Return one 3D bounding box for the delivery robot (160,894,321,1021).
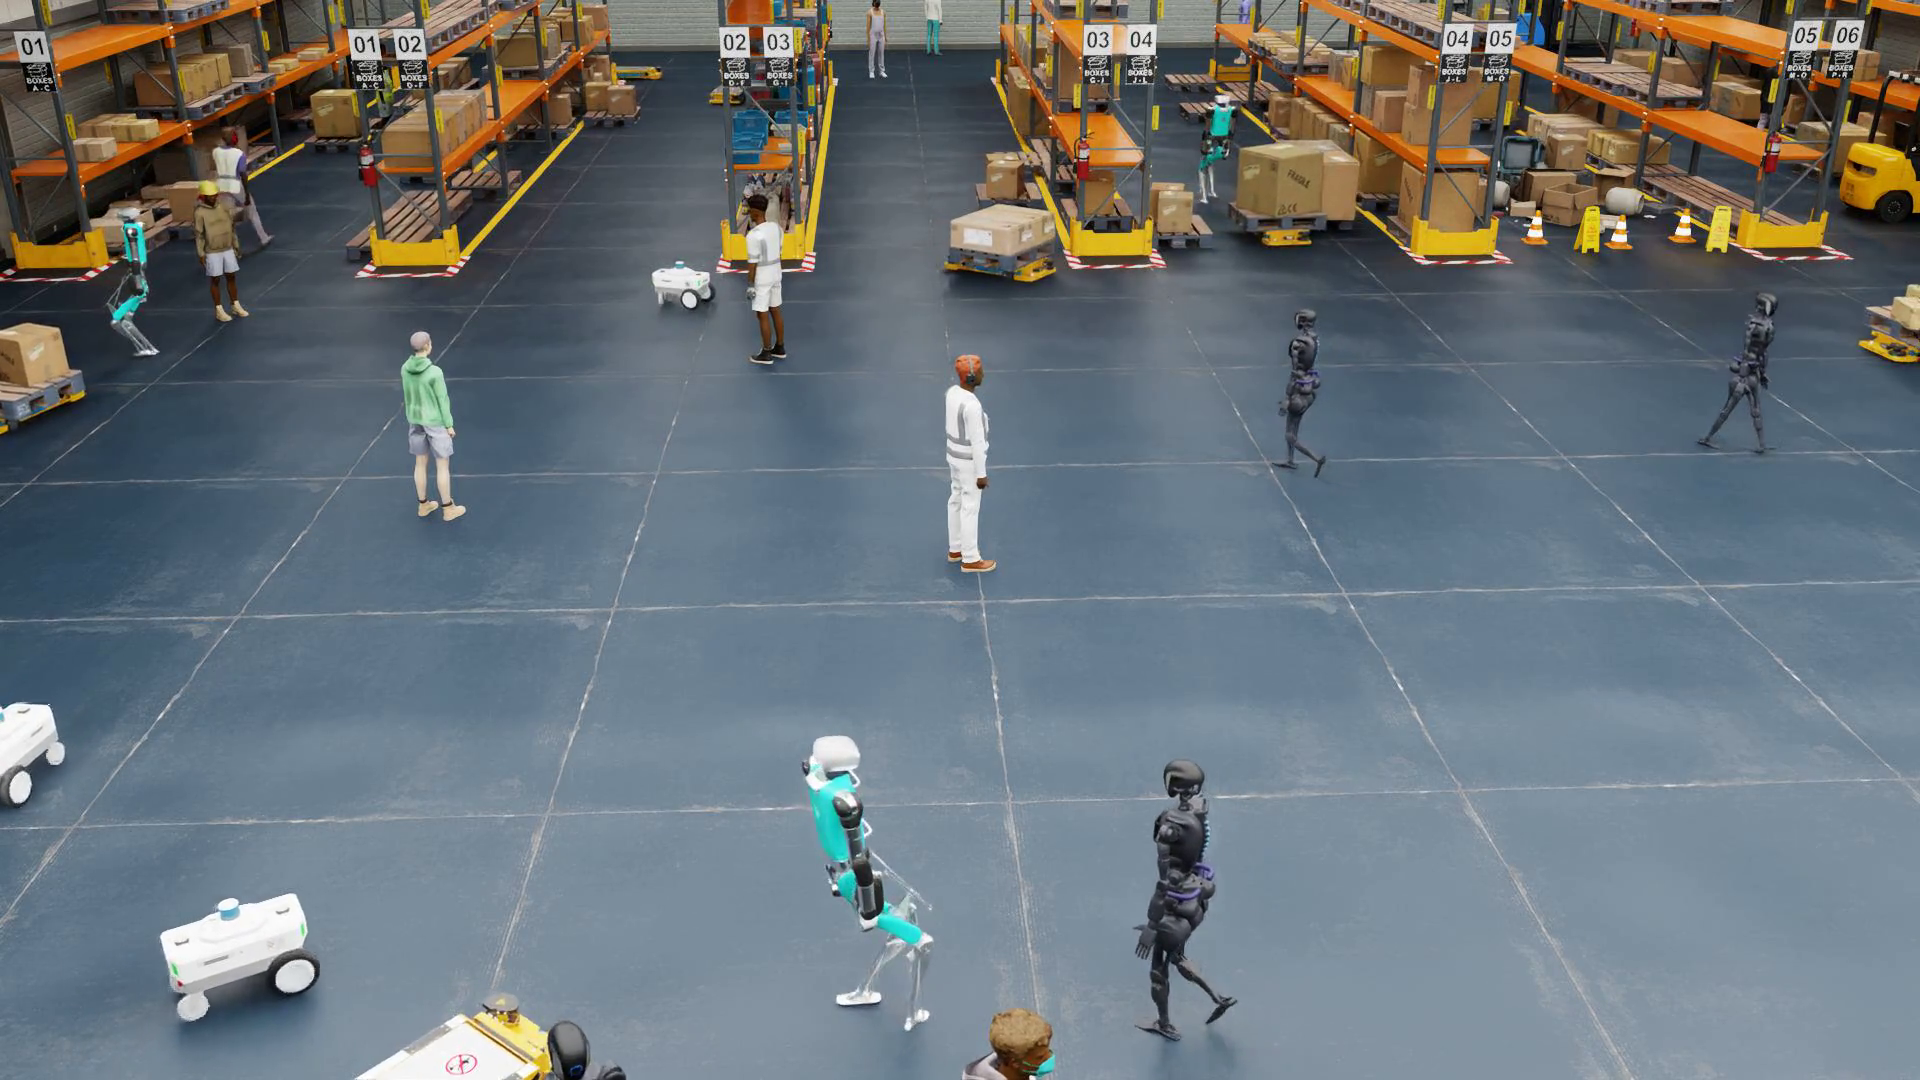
[{"bbox_3d":[-3.930,2.240,9.110,0.811,0.613,0.499,-14,28,-29],"label":"delivery robot"}]

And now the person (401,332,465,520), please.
[{"bbox_3d":[-4.781,-1.020,14.968,0.468,1.733,0.320,9,25,19],"label":"person"}]

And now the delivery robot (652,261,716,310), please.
[{"bbox_3d":[-3.585,-3.296,21.531,0.769,0.598,0.522,8,25,17],"label":"delivery robot"}]

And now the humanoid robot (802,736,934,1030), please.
[{"bbox_3d":[-0.400,1.772,8.697,0.786,1.791,0.530,-12,27,-25],"label":"humanoid robot"}]

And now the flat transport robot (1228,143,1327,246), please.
[{"bbox_3d":[4.732,-4.666,24.957,0.659,0.231,1.431,-3,24,-7],"label":"flat transport robot"}]

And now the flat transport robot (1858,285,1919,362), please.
[{"bbox_3d":[11.492,-2.317,19.678,1.431,0.231,0.659,-4,24,-9],"label":"flat transport robot"}]

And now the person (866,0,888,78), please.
[{"bbox_3d":[-1.943,-11.823,39.078,0.520,1.863,0.376,-10,26,-22],"label":"person"}]

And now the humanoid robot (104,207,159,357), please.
[{"bbox_3d":[-9.678,-2.926,19.253,0.664,1.806,0.531,-9,26,-19],"label":"humanoid robot"}]

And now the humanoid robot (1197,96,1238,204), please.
[{"bbox_3d":[4.084,-6.352,26.936,0.530,1.734,0.842,-6,25,-13],"label":"humanoid robot"}]

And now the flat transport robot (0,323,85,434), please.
[{"bbox_3d":[-10.071,-1.404,17.627,0.659,0.231,1.431,6,25,13],"label":"flat transport robot"}]

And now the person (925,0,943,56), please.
[{"bbox_3d":[-0.657,-13.294,42.502,0.534,1.767,0.314,19,30,36],"label":"person"}]

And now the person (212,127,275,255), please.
[{"bbox_3d":[-10.370,-5.016,23.876,0.557,1.789,0.987,6,25,14],"label":"person"}]

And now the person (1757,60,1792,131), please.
[{"bbox_3d":[14.940,-8.017,30.548,0.403,1.850,0.527,-20,31,-38],"label":"person"}]

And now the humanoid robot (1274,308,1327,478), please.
[{"bbox_3d":[3.330,-1.422,15.945,0.589,1.636,0.613,14,28,29],"label":"humanoid robot"}]

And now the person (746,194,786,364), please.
[{"bbox_3d":[-2.249,-3.003,19.154,0.370,1.959,0.606,12,27,26],"label":"person"}]

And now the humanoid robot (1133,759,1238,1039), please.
[{"bbox_3d":[1.168,1.884,8.522,0.465,1.643,0.613,14,27,28],"label":"humanoid robot"}]

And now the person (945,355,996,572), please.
[{"bbox_3d":[0.072,-0.645,13.939,0.356,1.882,0.573,-10,26,-22],"label":"person"}]

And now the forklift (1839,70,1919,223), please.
[{"bbox_3d":[15.132,-6.143,25.915,2.313,2.155,1.214,-1,24,-2],"label":"forklift"}]

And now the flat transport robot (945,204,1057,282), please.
[{"bbox_3d":[0.562,-3.825,23.067,1.431,0.231,0.659,15,28,30],"label":"flat transport robot"}]

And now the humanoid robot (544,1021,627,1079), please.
[{"bbox_3d":[-1.585,2.658,6.790,0.613,1.626,0.654,-18,30,-35],"label":"humanoid robot"}]

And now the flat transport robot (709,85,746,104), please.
[{"bbox_3d":[-5.036,-9.716,36.304,0.659,0.231,1.431,1,24,1],"label":"flat transport robot"}]

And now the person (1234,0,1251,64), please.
[{"bbox_3d":[7.039,-12.736,41.214,0.394,1.796,0.595,5,24,10],"label":"person"}]

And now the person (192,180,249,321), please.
[{"bbox_3d":[-9.280,-3.625,20.788,0.410,1.759,0.535,16,29,32],"label":"person"}]

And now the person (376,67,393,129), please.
[{"bbox_3d":[-10.795,-8.241,31.243,0.320,1.690,0.534,-1,24,-3],"label":"person"}]

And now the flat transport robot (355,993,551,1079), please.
[{"bbox_3d":[-2.628,2.790,8.203,0.659,0.231,1.431,18,30,35],"label":"flat transport robot"}]

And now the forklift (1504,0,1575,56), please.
[{"bbox_3d":[14.700,-13.805,42.301,1.873,2.768,1.129,-1,24,-2],"label":"forklift"}]

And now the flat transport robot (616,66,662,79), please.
[{"bbox_3d":[-7.777,-10.992,39.171,1.431,0.231,0.659,-1,24,-2],"label":"flat transport robot"}]

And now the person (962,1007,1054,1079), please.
[{"bbox_3d":[0.187,2.622,6.576,0.360,1.909,0.480,3,24,6],"label":"person"}]

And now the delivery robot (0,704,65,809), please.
[{"bbox_3d":[-6.315,1.389,10.978,0.499,0.577,0.769,3,24,6],"label":"delivery robot"}]

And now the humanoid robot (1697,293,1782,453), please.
[{"bbox_3d":[7.844,-1.637,16.460,0.756,1.624,0.585,22,32,40],"label":"humanoid robot"}]
